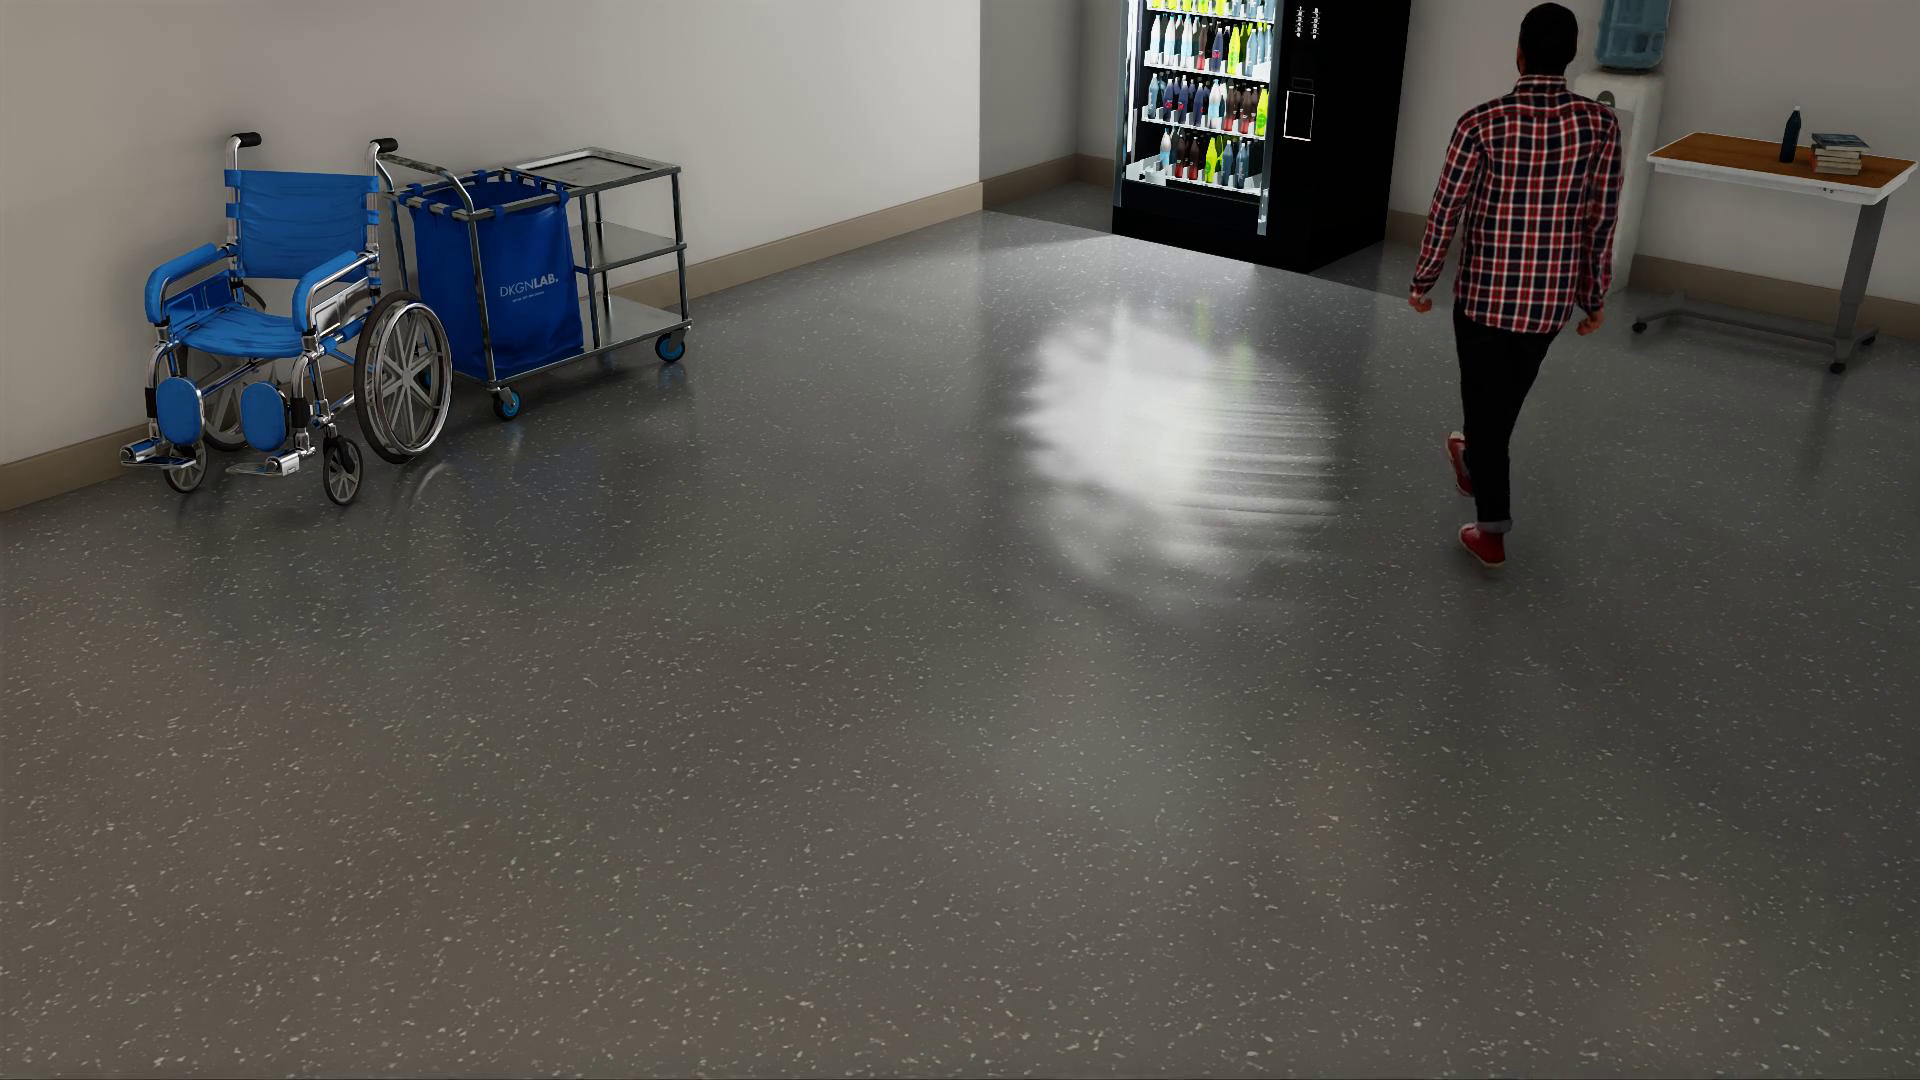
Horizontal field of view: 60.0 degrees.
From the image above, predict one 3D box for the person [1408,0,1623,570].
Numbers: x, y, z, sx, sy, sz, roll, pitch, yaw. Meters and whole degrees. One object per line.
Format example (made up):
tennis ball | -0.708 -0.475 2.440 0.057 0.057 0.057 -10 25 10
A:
person | 1.744 -0.735 5.197 1.132 1.725 1.181 -1 26 -3
